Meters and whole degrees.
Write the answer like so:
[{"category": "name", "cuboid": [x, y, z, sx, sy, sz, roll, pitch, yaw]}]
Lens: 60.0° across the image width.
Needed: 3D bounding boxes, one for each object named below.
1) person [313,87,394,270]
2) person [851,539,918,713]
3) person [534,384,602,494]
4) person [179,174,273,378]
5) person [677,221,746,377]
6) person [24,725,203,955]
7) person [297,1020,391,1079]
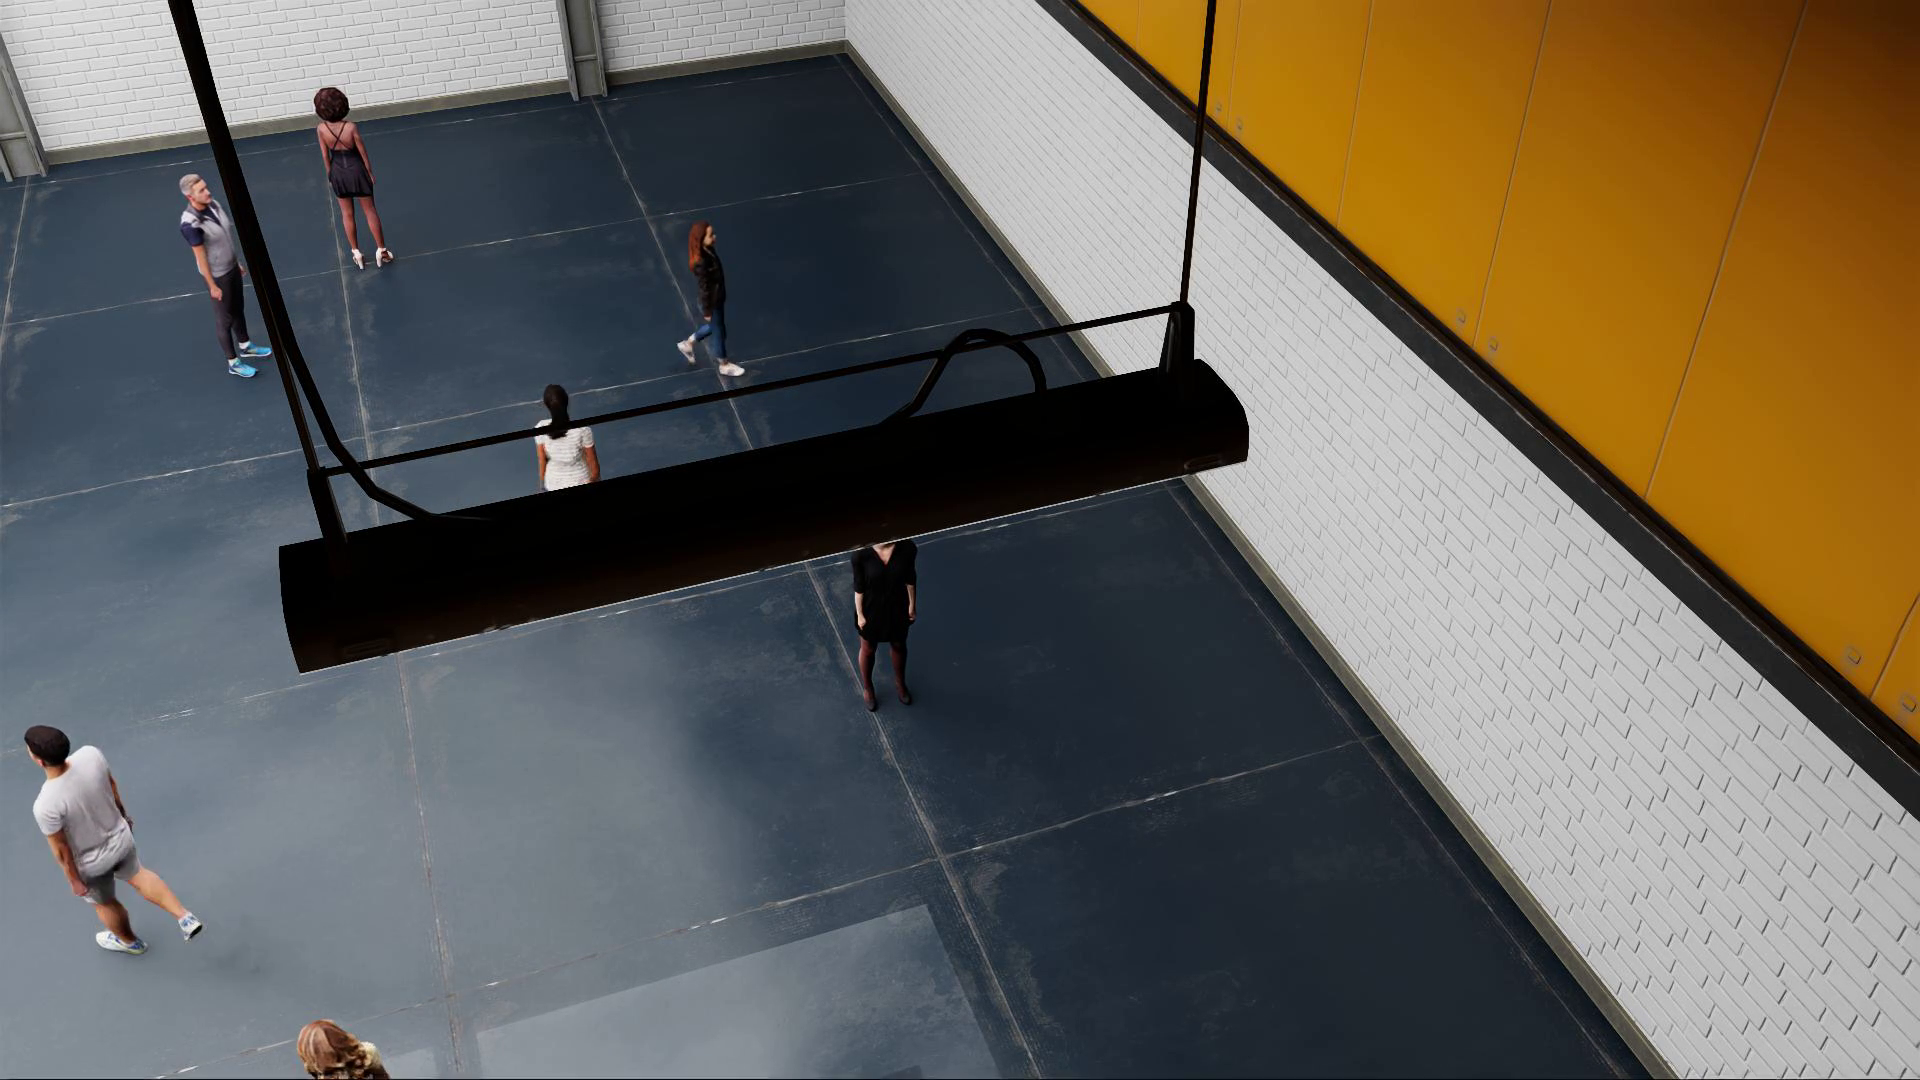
[{"category": "person", "cuboid": [-5.751, -3.405, 15.686, 0.536, 1.788, 0.673, -5, 39, -6]}, {"category": "person", "cuboid": [-0.504, 0.444, 10.937, 0.460, 1.700, 0.656, -10, 40, -12]}, {"category": "person", "cuboid": [-2.817, -0.381, 12.022, 0.752, 1.635, 0.836, 6, 39, 8]}, {"category": "person", "cuboid": [-6.357, -2.295, 14.263, 0.723, 1.830, 0.764, 2, 39, 3]}, {"category": "person", "cuboid": [-2.197, -2.059, 14.256, 0.916, 1.469, 0.758, 2, 39, 3]}, {"category": "person", "cuboid": [-4.711, 1.709, 9.237, 1.100, 1.845, 0.998, 10, 40, 13]}, {"category": "person", "cuboid": [-2.772, 2.868, 7.890, 0.813, 1.714, 0.765, 9, 40, 11]}]
